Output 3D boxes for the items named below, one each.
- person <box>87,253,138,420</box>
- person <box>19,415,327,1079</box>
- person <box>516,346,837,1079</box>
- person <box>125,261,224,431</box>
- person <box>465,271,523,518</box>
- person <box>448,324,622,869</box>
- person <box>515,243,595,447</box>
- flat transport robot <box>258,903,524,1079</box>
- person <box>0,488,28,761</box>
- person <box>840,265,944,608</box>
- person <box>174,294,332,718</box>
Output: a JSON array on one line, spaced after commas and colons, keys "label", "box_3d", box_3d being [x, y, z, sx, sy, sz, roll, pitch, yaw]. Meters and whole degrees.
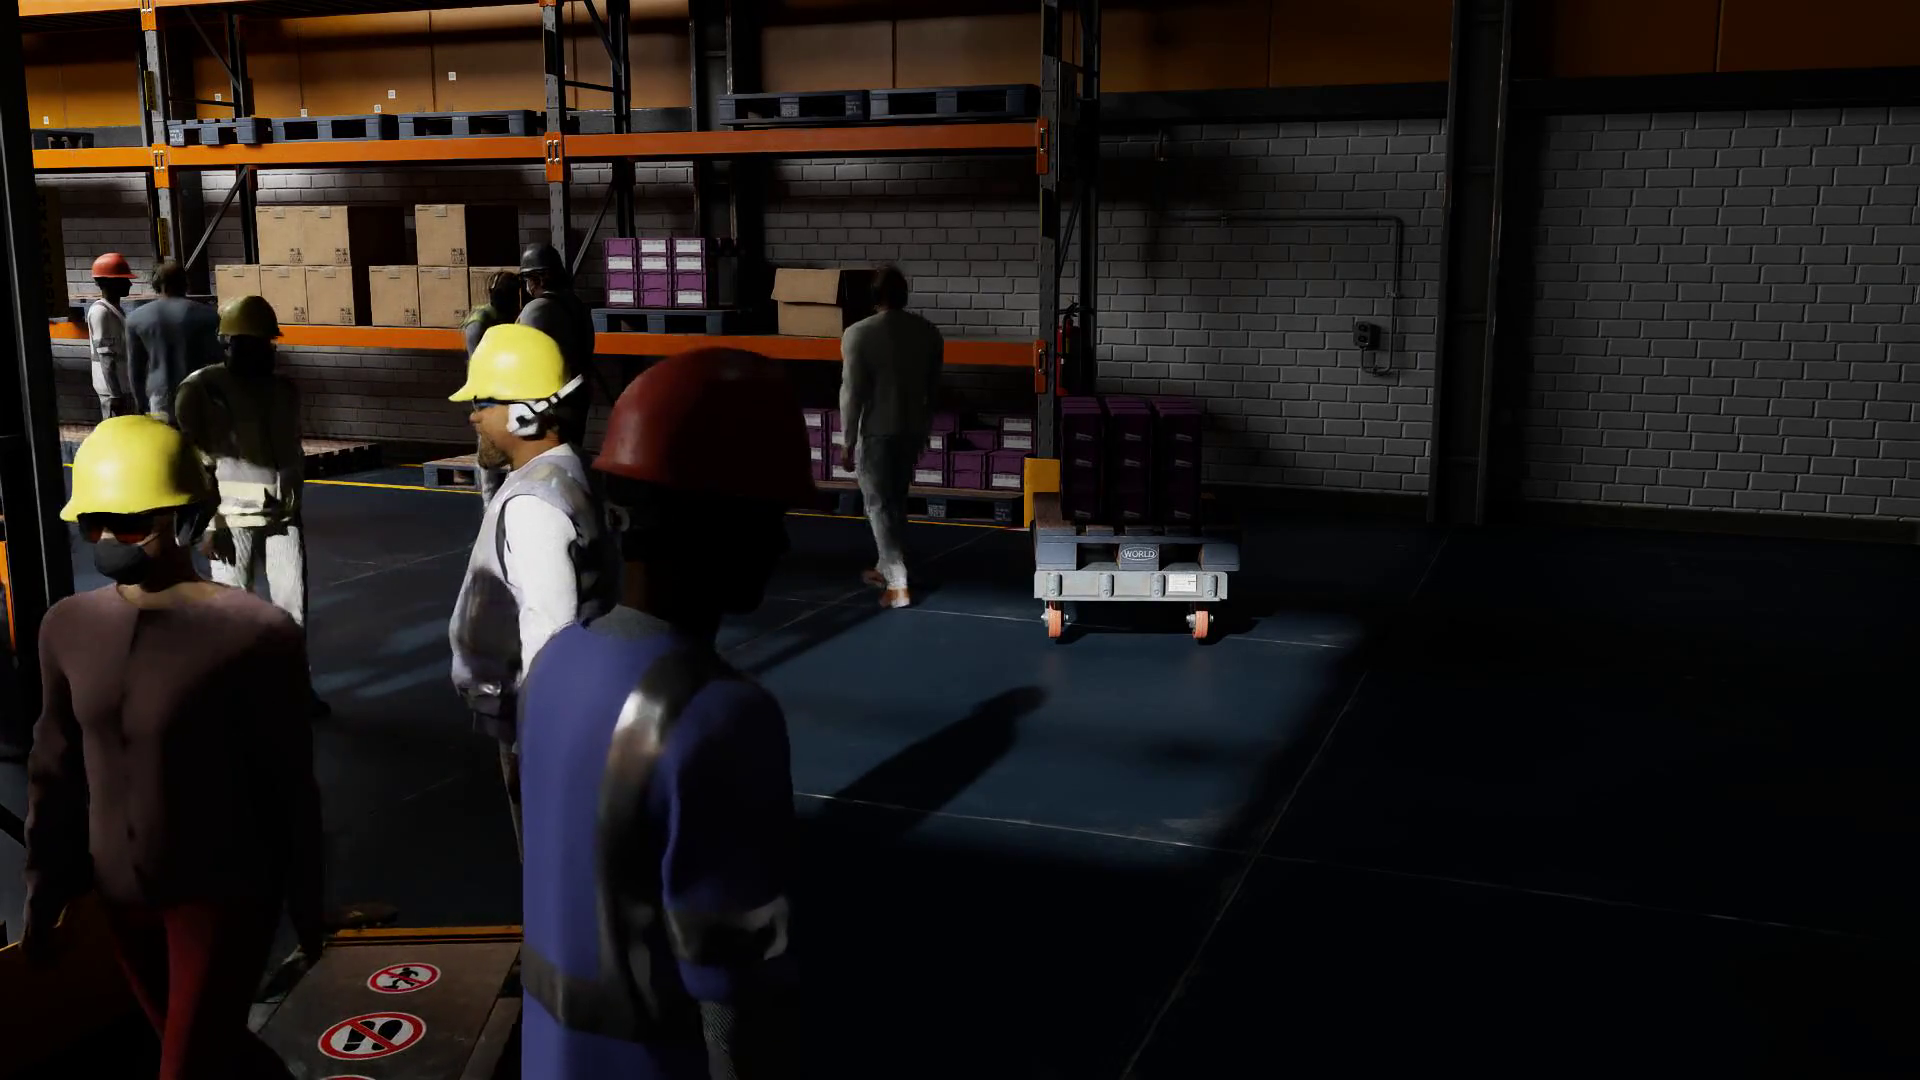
[{"label": "person", "box_3d": [-6.132, -1.115, 12.159, 0.354, 1.939, 0.545, -3, 11, -17]}, {"label": "person", "box_3d": [-1.420, 0.619, 3.075, 0.528, 1.730, 0.852, 2, 10, 14]}, {"label": "person", "box_3d": [-0.347, 0.725, 2.039, 0.480, 1.914, 0.667, -7, 12, -33]}, {"label": "person", "box_3d": [-5.505, -1.010, 11.738, 0.639, 1.879, 1.027, -3, 11, -18]}, {"label": "person", "box_3d": [-3.294, -1.034, 12.043, 0.493, 1.815, 0.647, 5, 11, 26]}, {"label": "person", "box_3d": [-1.018, 0.396, 4.038, 0.404, 1.828, 0.603, -1, 10, -5]}, {"label": "person", "box_3d": [-2.623, -0.883, 10.580, 0.535, 2.000, 0.687, 3, 11, 16]}, {"label": "flat transport robot", "box_3d": [-1.350, 1.205, 3.879, 0.652, 0.197, 1.431, -1, 10, -3]}, {"label": "person", "box_3d": [-4.018, -0.074, 6.559, 0.895, 1.868, 0.658, 3, 11, 17]}, {"label": "person", "box_3d": [-0.429, -0.591, 9.407, 0.665, 1.896, 0.865, -6, 12, -32]}, {"label": "person", "box_3d": [-3.065, -0.144, 7.106, 0.710, 1.808, 0.592, 7, 12, 33]}]
